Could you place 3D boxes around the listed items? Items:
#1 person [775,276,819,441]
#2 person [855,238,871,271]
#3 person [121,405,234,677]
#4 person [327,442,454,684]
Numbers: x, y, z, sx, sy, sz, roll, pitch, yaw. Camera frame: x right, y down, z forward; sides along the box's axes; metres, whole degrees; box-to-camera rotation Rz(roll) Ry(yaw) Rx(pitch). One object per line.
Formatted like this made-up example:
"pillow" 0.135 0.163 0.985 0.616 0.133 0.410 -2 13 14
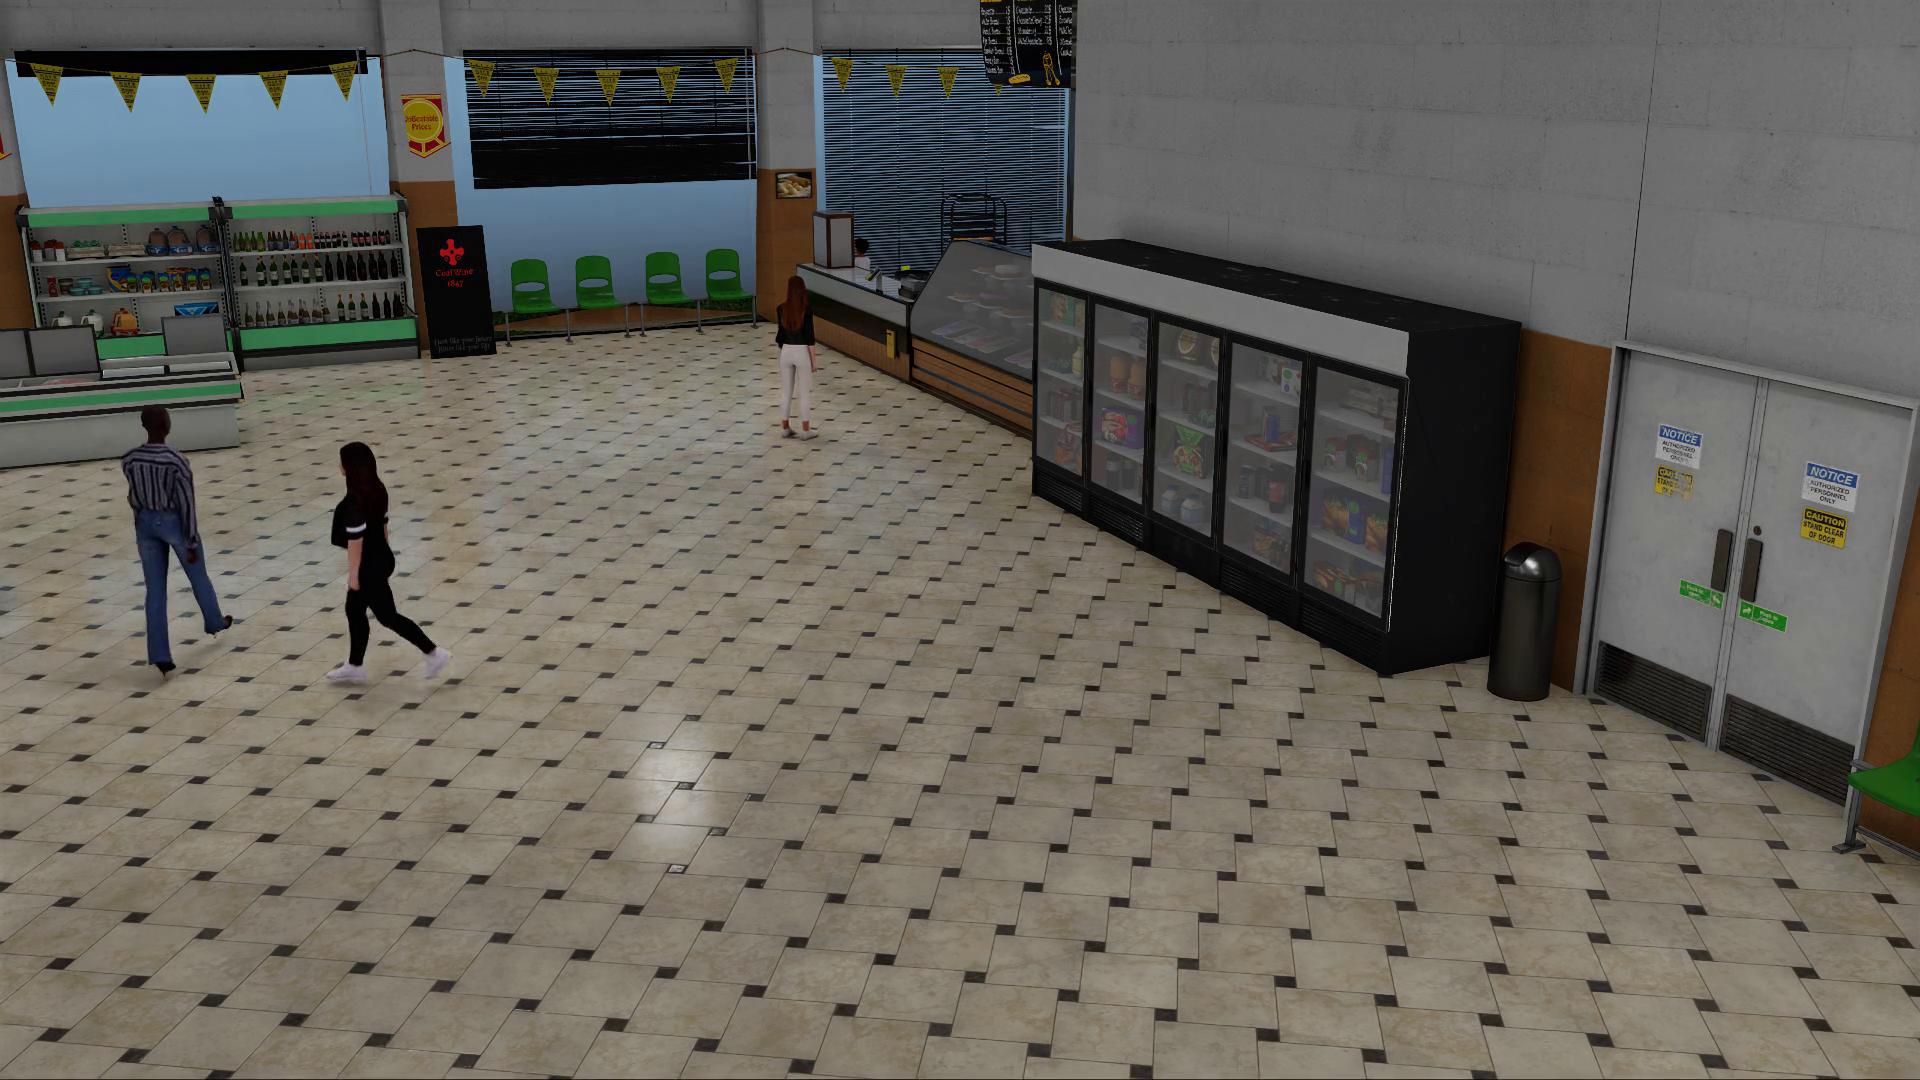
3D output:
"person" -1.713 -1.902 17.360 0.658 1.697 0.713 7 18 21
"person" -1.431 -3.773 24.271 0.620 1.262 0.535 15 22 41
"person" -5.230 0.043 10.875 1.210 1.744 1.069 0 17 1
"person" -3.697 0.184 10.640 1.168 1.611 0.942 1 17 3
